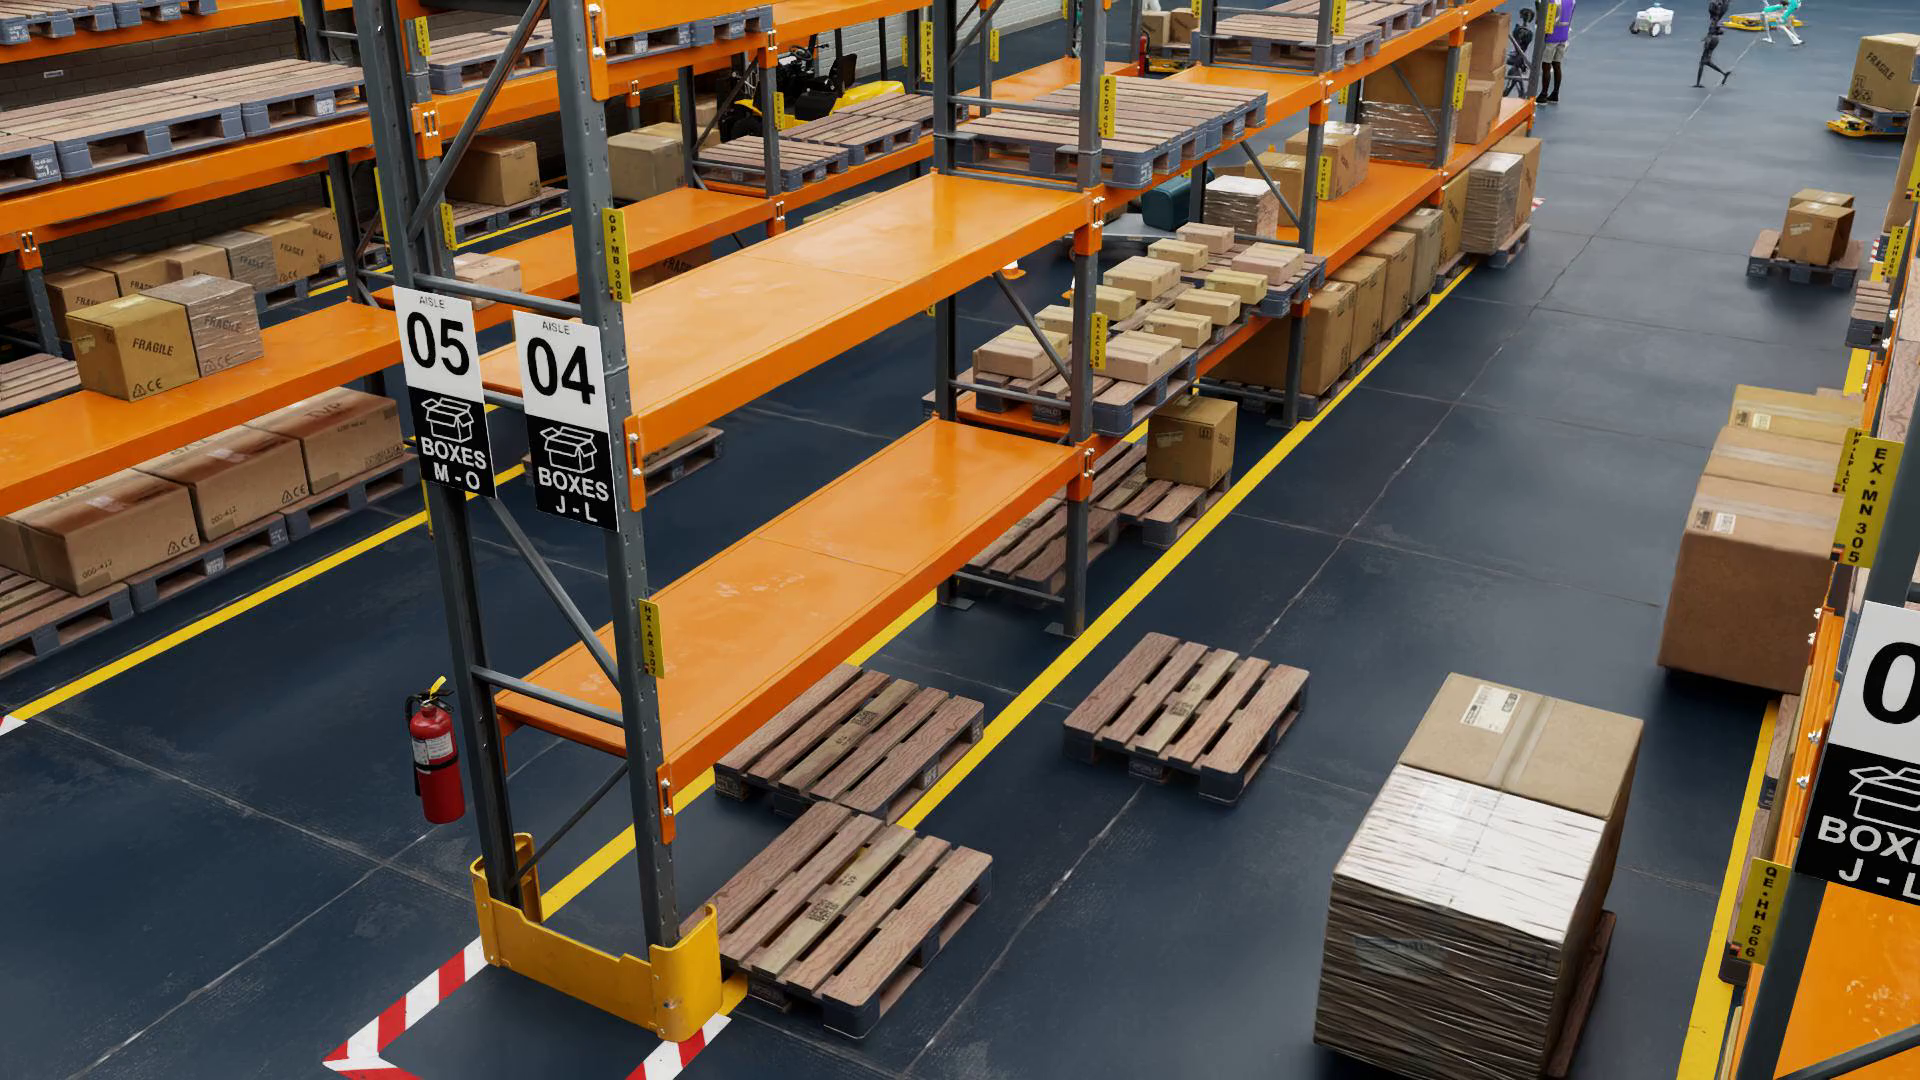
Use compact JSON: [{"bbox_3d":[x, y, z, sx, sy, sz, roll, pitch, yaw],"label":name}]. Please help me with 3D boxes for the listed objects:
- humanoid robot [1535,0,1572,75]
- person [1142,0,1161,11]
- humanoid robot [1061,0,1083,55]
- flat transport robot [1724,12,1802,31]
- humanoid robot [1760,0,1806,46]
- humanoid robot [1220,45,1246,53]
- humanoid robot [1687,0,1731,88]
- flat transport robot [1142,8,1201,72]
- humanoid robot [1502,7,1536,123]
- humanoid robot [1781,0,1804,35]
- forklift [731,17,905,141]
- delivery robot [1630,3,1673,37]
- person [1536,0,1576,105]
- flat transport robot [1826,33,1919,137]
[{"bbox_3d":[9.796,-8.548,27.413,0.541,1.773,0.762,-21,33,-37],"label":"humanoid robot"},{"bbox_3d":[3.274,-9.350,28.861,0.543,1.919,0.639,22,33,37],"label":"person"},{"bbox_3d":[2.080,-9.260,28.993,0.534,1.879,0.690,18,31,32],"label":"humanoid robot"},{"bbox_3d":[15.552,-10.049,32.224,1.431,0.231,0.659,-13,28,-24],"label":"flat transport robot"},{"bbox_3d":[14.777,-9.681,29.760,0.551,1.726,1.041,-15,29,-28],"label":"humanoid robot"},{"bbox_3d":[3.865,-6.493,23.267,0.597,1.628,0.782,20,32,35],"label":"humanoid robot"},{"bbox_3d":[12.025,-8.022,26.406,0.583,1.643,0.588,9,27,18],"label":"humanoid robot"},{"bbox_3d":[3.581,-8.162,28.301,0.659,0.231,1.431,6,26,12],"label":"flat transport robot"},{"bbox_3d":[8.055,-6.876,24.084,0.786,1.647,0.615,12,28,23],"label":"humanoid robot"},{"bbox_3d":[15.667,-10.310,31.088,0.738,1.799,0.547,2,26,3],"label":"humanoid robot"},{"bbox_3d":[-1.819,-5.975,21.543,2.313,2.155,1.214,14,29,26],"label":"forklift"},{"bbox_3d":[13.112,-9.827,31.423,0.791,0.587,0.499,-16,30,-29],"label":"delivery robot"},{"bbox_3d":[8.995,-7.596,25.186,0.599,1.958,0.378,-18,31,-33],"label":"person"},{"bbox_3d":[13.136,-5.870,23.539,1.431,0.231,0.659,0,26,0],"label":"flat transport robot"}]
